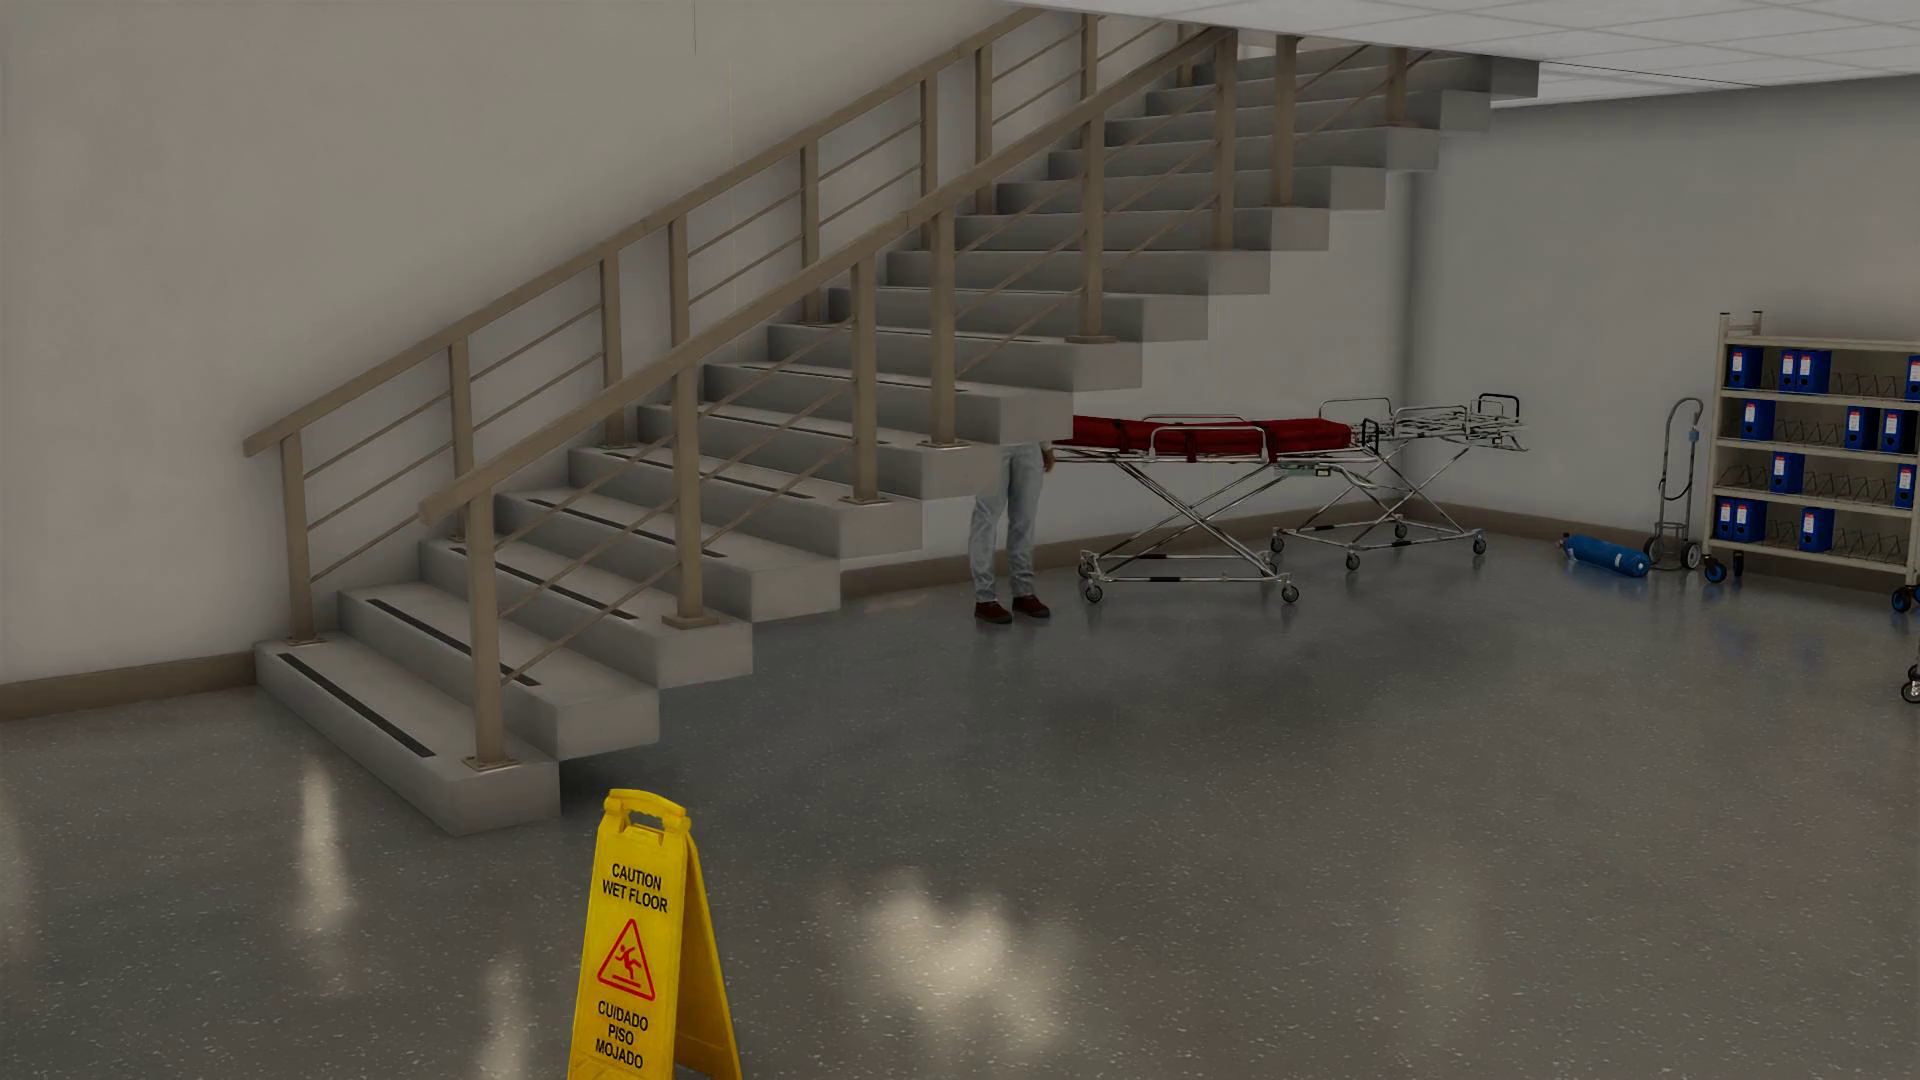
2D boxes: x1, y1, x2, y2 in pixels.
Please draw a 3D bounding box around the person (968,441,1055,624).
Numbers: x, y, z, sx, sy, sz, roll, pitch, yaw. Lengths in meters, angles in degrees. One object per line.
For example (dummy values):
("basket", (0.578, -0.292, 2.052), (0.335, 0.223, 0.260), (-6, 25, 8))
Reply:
("person", (0.241, -0.509, 9.107), (0.638, 1.932, 0.384), (-8, 13, -38))
